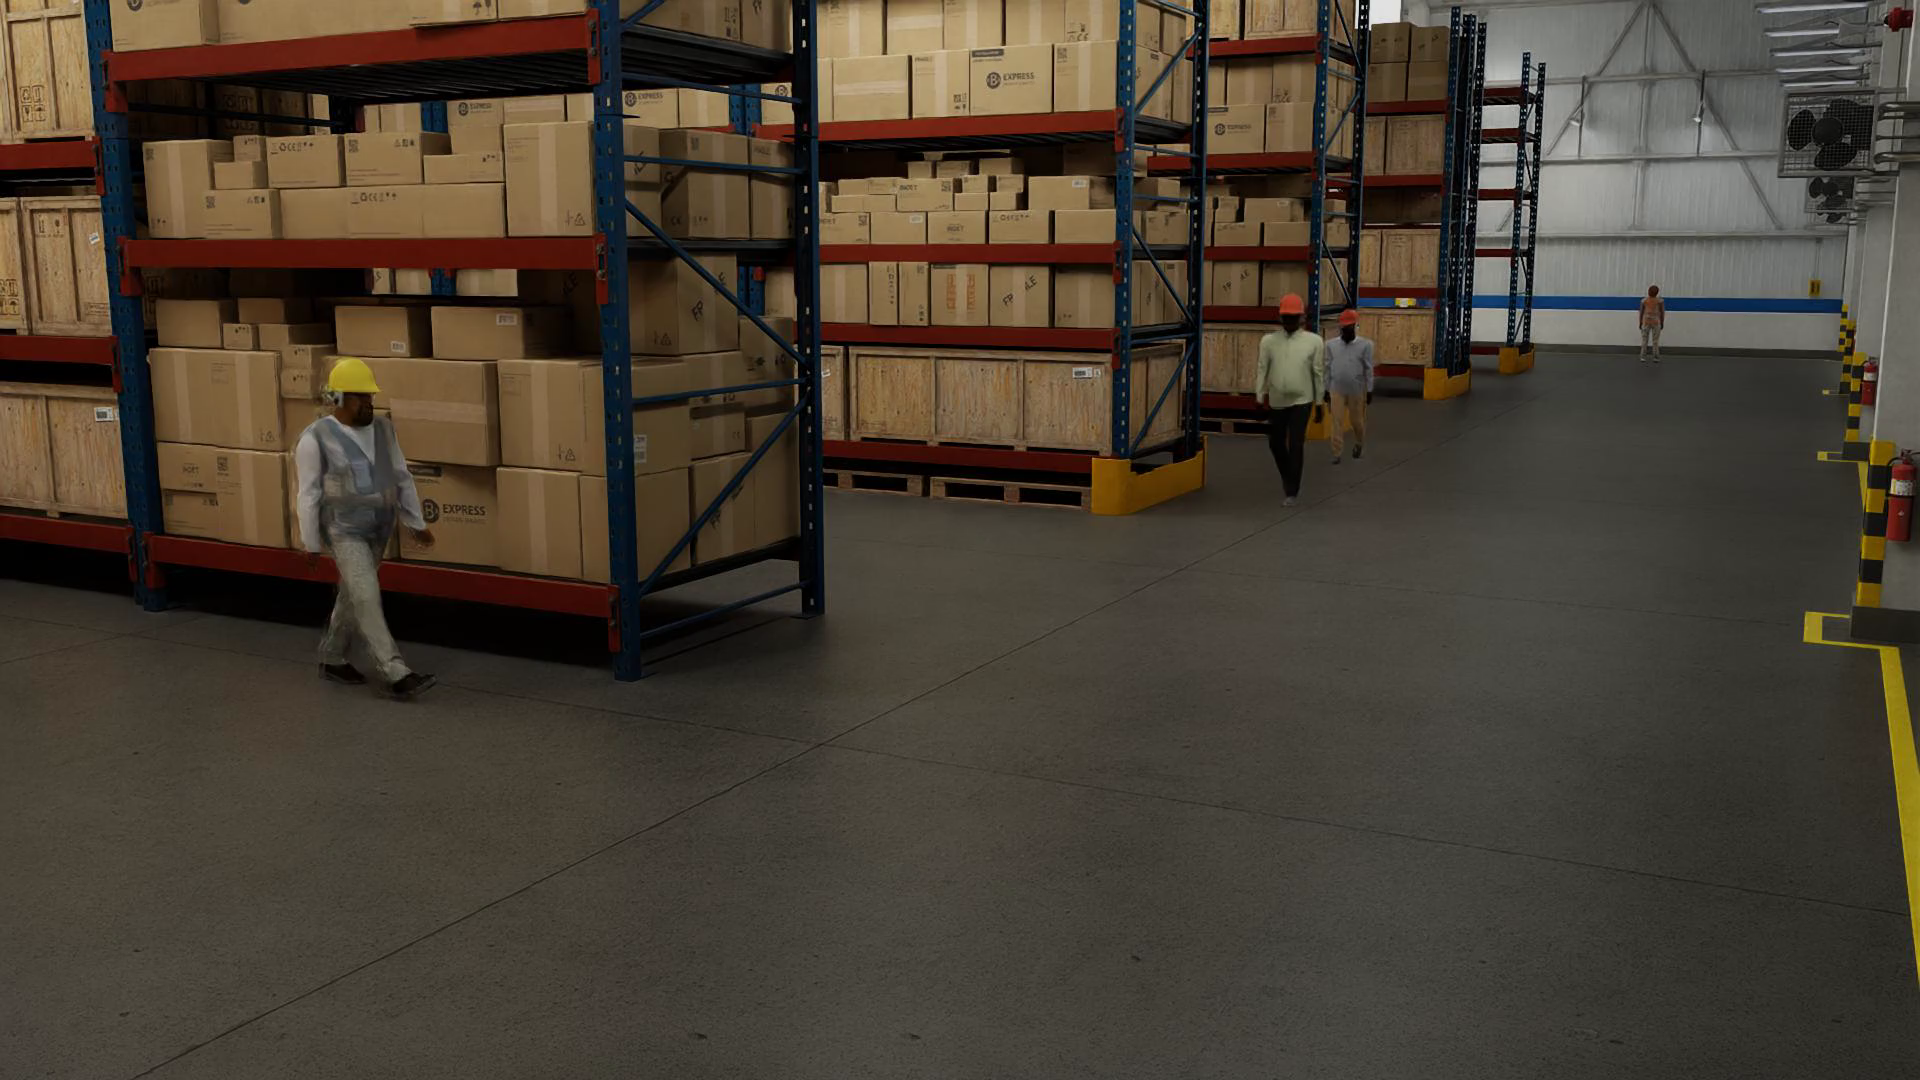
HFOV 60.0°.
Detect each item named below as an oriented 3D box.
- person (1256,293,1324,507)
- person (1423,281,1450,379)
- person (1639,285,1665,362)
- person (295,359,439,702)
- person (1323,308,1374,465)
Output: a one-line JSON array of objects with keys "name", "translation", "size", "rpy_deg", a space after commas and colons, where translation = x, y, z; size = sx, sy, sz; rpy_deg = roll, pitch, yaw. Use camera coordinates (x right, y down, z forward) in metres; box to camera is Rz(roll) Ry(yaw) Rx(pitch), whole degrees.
[{"name": "person", "translation": [3.089, -1.318, 15.535], "size": [0.627, 1.973, 0.788], "rpy_deg": [4, 11, 22]}, {"name": "person", "translation": [8.381, -3.636, 29.051], "size": [0.432, 1.926, 0.648], "rpy_deg": [6, 11, 30]}, {"name": "person", "translation": [14.762, -4.608, 35.508], "size": [0.514, 1.641, 0.309], "rpy_deg": [6, 11, 30]}, {"name": "person", "translation": [-3.124, -0.056, 8.747], "size": [0.952, 1.782, 0.607], "rpy_deg": [5, 11, 25]}, {"name": "person", "translation": [4.336, -1.721, 18.543], "size": [0.569, 1.730, 0.741], "rpy_deg": [5, 11, 25]}]
